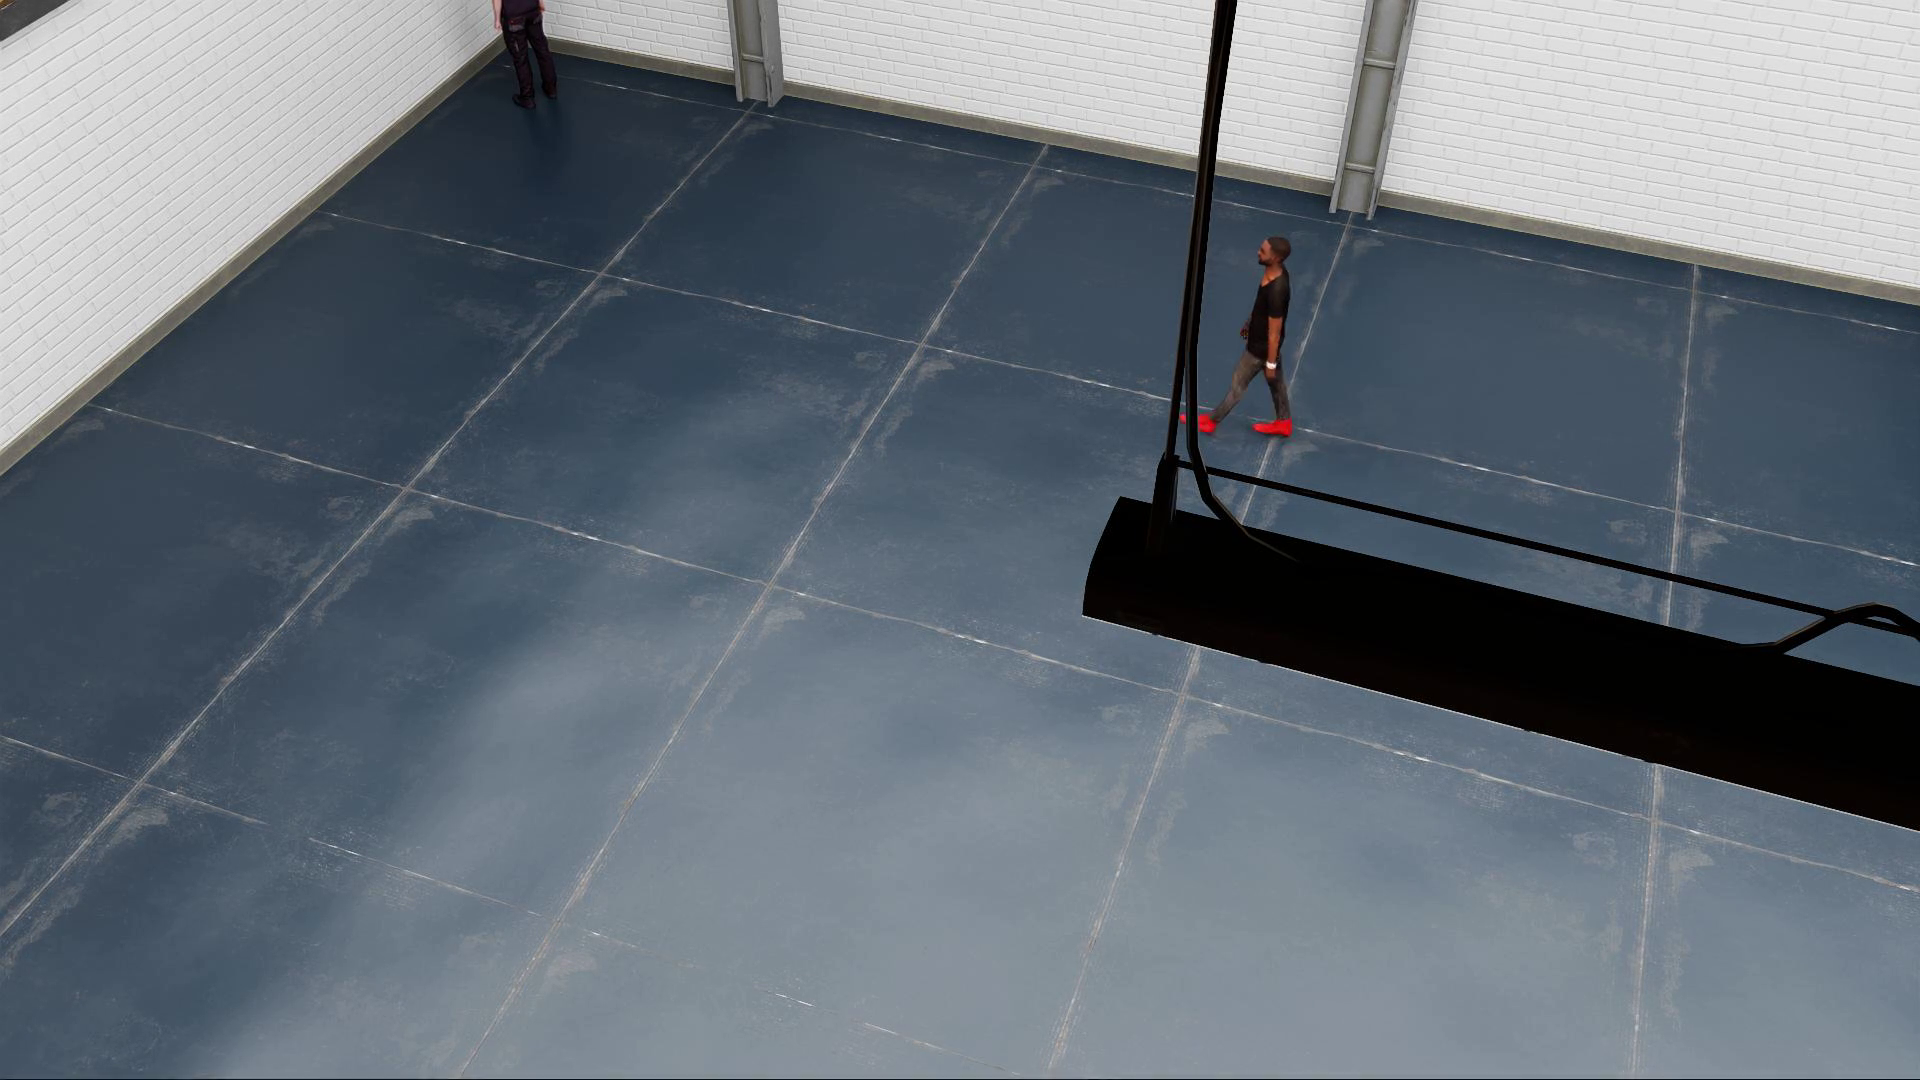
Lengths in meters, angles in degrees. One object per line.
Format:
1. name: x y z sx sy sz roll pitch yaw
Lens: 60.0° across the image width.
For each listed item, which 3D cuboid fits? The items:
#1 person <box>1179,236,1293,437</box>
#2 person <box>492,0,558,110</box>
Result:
1. person: 2.362 -1.452 12.343 1.137 1.771 0.778 7 44 7
2. person: -4.264 -5.108 16.127 0.807 1.845 0.766 -34 53 -30
